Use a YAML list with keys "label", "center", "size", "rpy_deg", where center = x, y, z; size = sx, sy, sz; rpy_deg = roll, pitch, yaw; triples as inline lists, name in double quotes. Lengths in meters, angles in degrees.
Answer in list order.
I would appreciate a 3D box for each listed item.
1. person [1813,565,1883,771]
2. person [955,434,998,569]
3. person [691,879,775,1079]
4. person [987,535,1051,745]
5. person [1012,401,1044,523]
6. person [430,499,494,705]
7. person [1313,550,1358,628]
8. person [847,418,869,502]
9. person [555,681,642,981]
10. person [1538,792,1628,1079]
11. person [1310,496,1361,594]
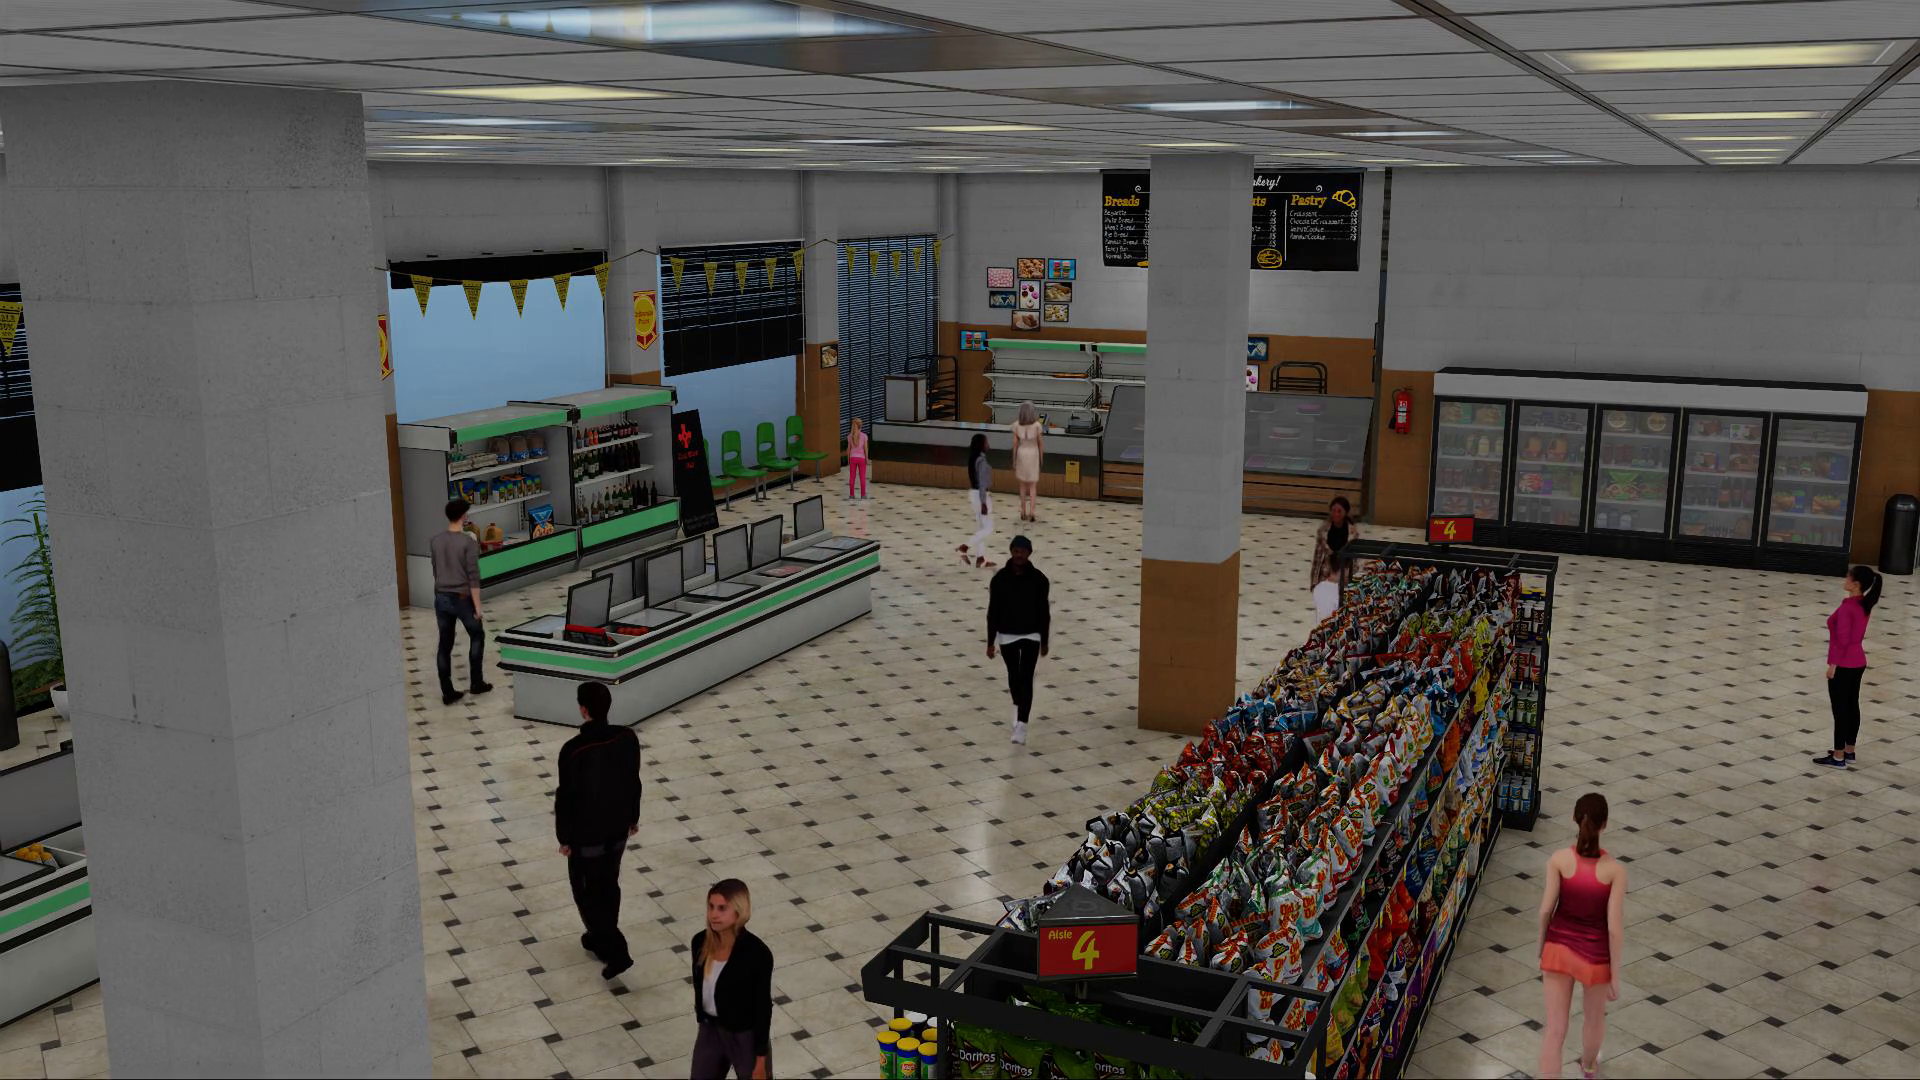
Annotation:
- label: "person"
  center: [7.321, 1.037, 13.708]
  size: [0.639, 1.696, 0.738]
  rpy_deg: [-9, 15, -38]
- label: "person"
  center: [0.179, -0.472, 20.822]
  size: [0.898, 1.715, 0.861]
  rpy_deg: [-2, 12, -10]
- label: "person"
  center: [-0.987, 2.336, 7.683]
  size: [0.604, 1.636, 0.990]
  rpy_deg: [5, 13, 24]
- label: "person"
  center: [0.522, 0.843, 14.441]
  size: [0.895, 1.773, 1.264]
  rpy_deg: [2, 12, 10]
- label: "person"
  center: [0.978, -1.122, 23.857]
  size: [0.681, 1.737, 0.745]
  rpy_deg: [2, 12, 11]
- label: "person"
  center: [-4.703, 0.597, 15.337]
  size: [0.823, 1.884, 0.863]
  rpy_deg: [2, 12, 9]
- label: "person"
  center: [2.952, 0.991, 13.583]
  size: [0.972, 1.836, 0.909]
  rpy_deg: [-5, 13, -23]
- label: "person"
  center: [-1.578, -1.249, 25.595]
  size: [0.526, 1.269, 0.546]
  rpy_deg: [2, 12, 9]
- label: "person"
  center: [-2.135, 1.755, 9.977]
  size: [0.991, 1.828, 1.036]
  rpy_deg: [11, 16, 43]
- label: "person"
  center: [3.082, 2.162, 8.353]
  size: [0.588, 1.700, 1.154]
  rpy_deg: [6, 13, 26]
- label: "person"
  center: [3.692, 0.454, 16.350]
  size: [0.585, 1.748, 1.073]
  rpy_deg: [5, 13, 23]
